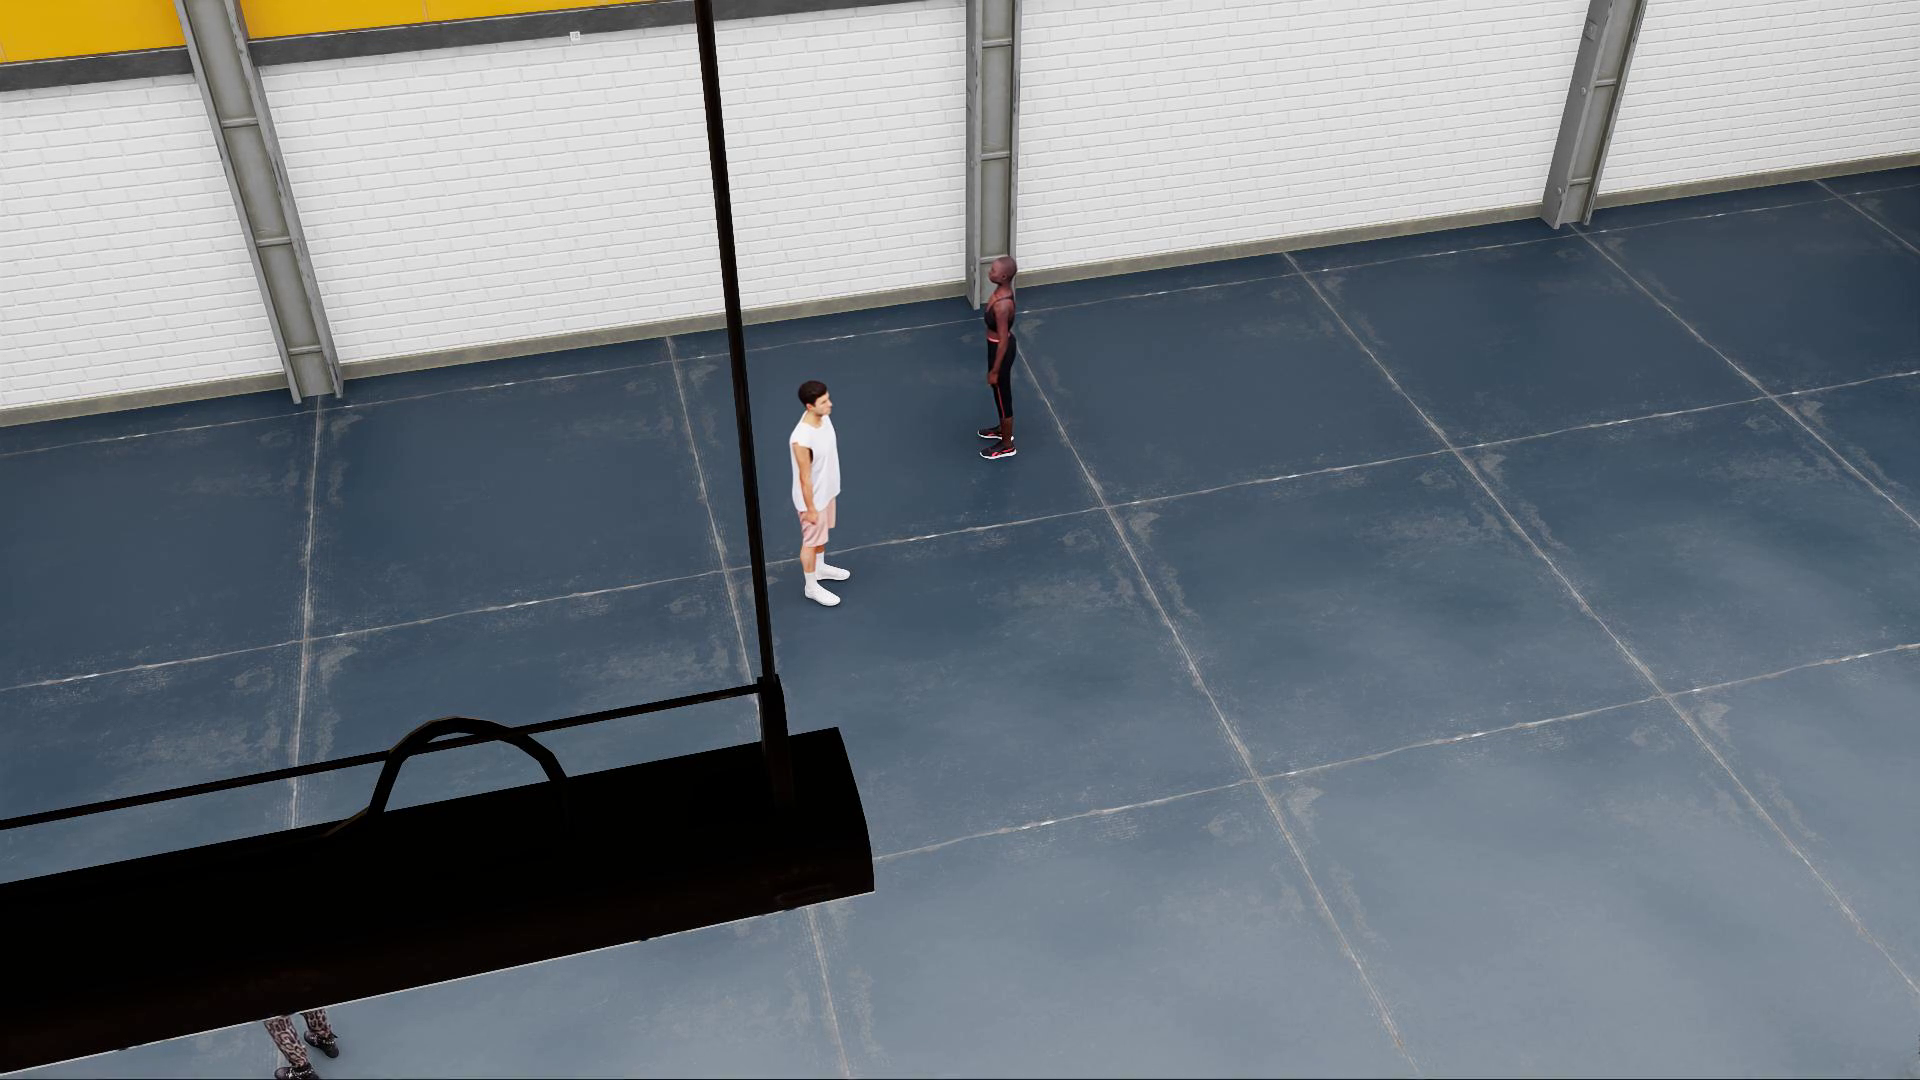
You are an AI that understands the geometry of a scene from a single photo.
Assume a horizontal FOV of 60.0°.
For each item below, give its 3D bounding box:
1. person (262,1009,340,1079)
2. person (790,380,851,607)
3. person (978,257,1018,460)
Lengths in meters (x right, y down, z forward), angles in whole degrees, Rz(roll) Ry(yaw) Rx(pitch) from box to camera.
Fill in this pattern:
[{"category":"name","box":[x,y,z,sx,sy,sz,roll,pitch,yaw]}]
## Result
[{"category":"person","box":[-3.564,2.205,8.555,0.718,1.713,0.676,14,41,16]},{"category":"person","box":[-1.024,-0.361,11.708,0.748,1.788,0.736,10,40,12]},{"category":"person","box":[0.337,-1.451,13.097,0.618,1.757,0.640,1,39,1]}]
